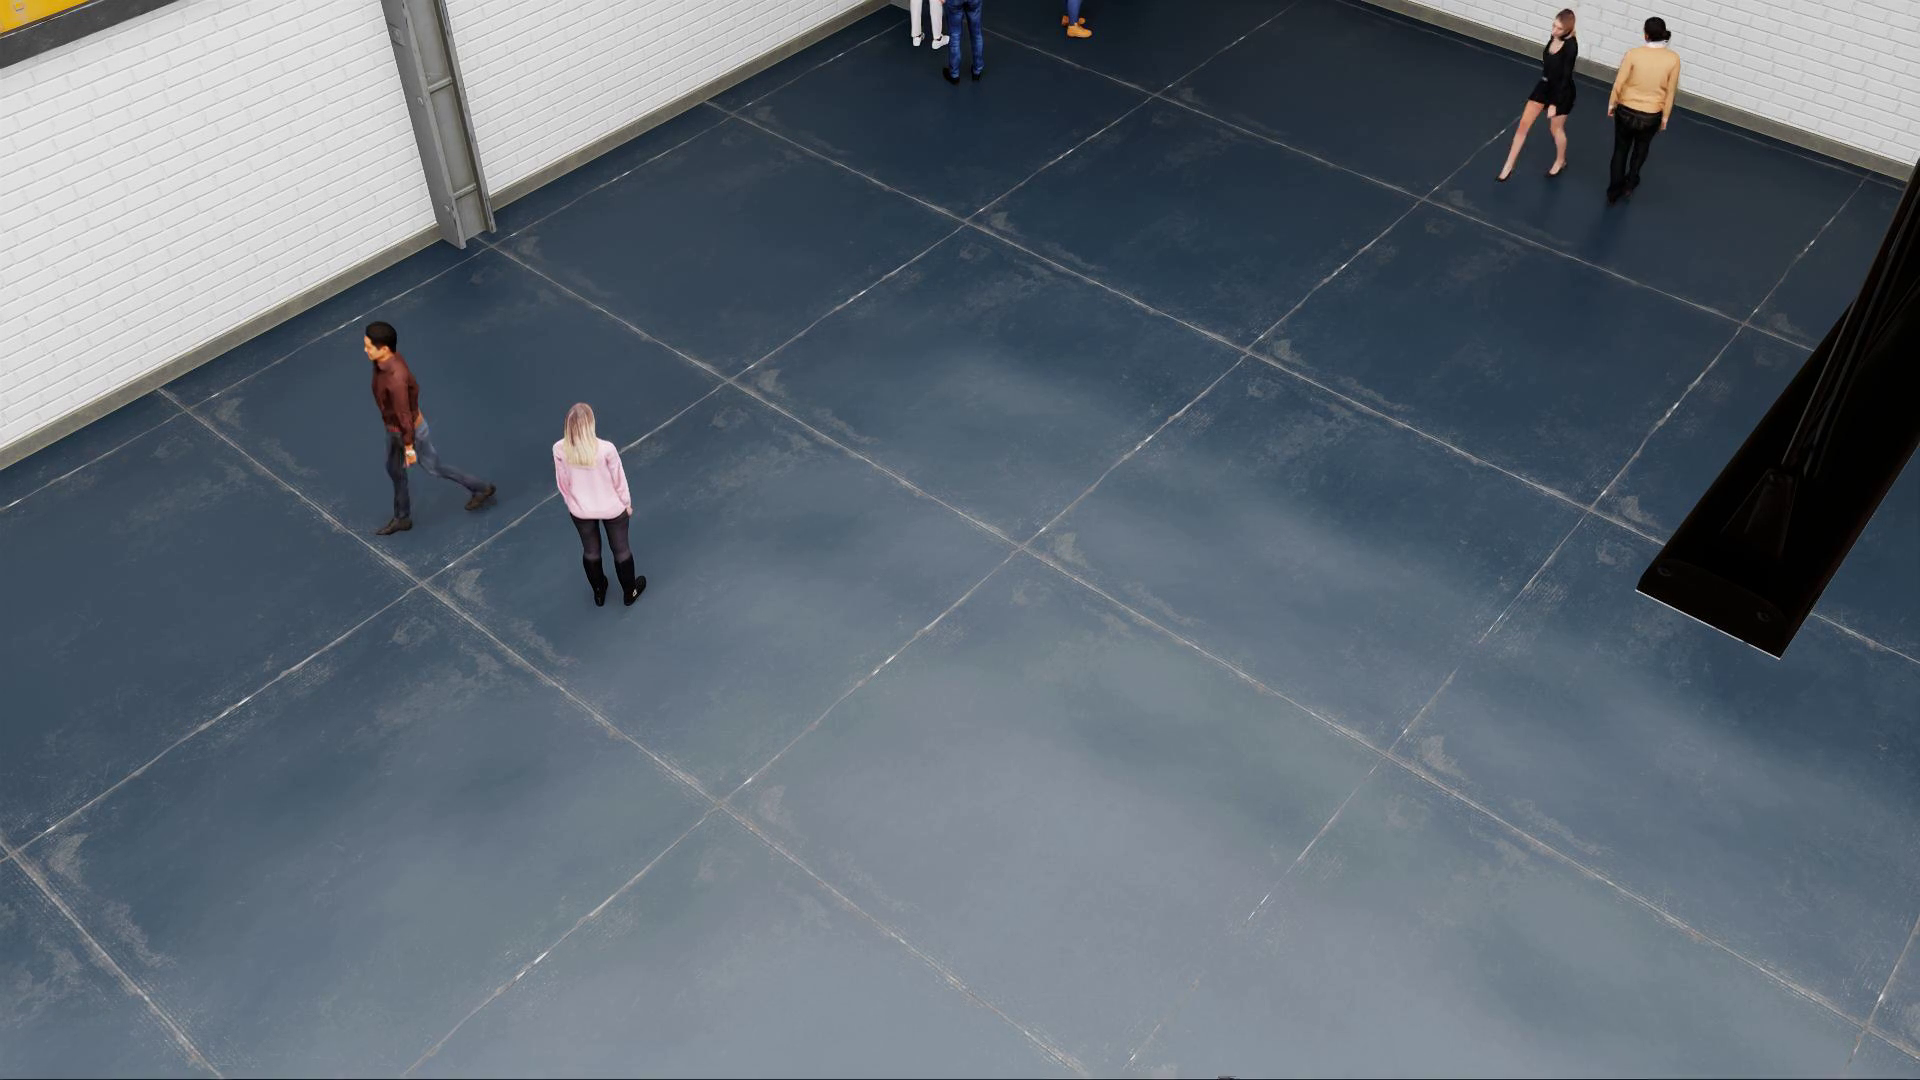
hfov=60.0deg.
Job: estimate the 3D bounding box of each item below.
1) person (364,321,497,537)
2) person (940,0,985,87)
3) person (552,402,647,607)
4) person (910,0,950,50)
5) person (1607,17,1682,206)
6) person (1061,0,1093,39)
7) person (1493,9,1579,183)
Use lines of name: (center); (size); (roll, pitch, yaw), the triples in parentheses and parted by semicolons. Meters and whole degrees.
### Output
person: (-3.742, -0.785, 11.560); (1.207, 1.745, 0.899); (-23, 48, -22)
person: (0.038, -5.367, 16.261); (0.711, 1.894, 0.821); (-12, 45, -12)
person: (-2.404, -0.224, 11.012); (0.690, 1.688, 0.721); (3, 44, 3)
person: (-0.344, -5.884, 16.853); (0.784, 1.825, 0.706); (15, 46, 16)
person: (5.960, -3.712, 14.645); (0.779, 1.726, 0.760); (15, 46, 15)
person: (1.214, -6.069, 17.105); (0.846, 1.746, 0.797); (-5, 44, -6)
person: (5.383, -3.984, 14.933); (1.066, 1.724, 0.890); (-10, 45, -10)
